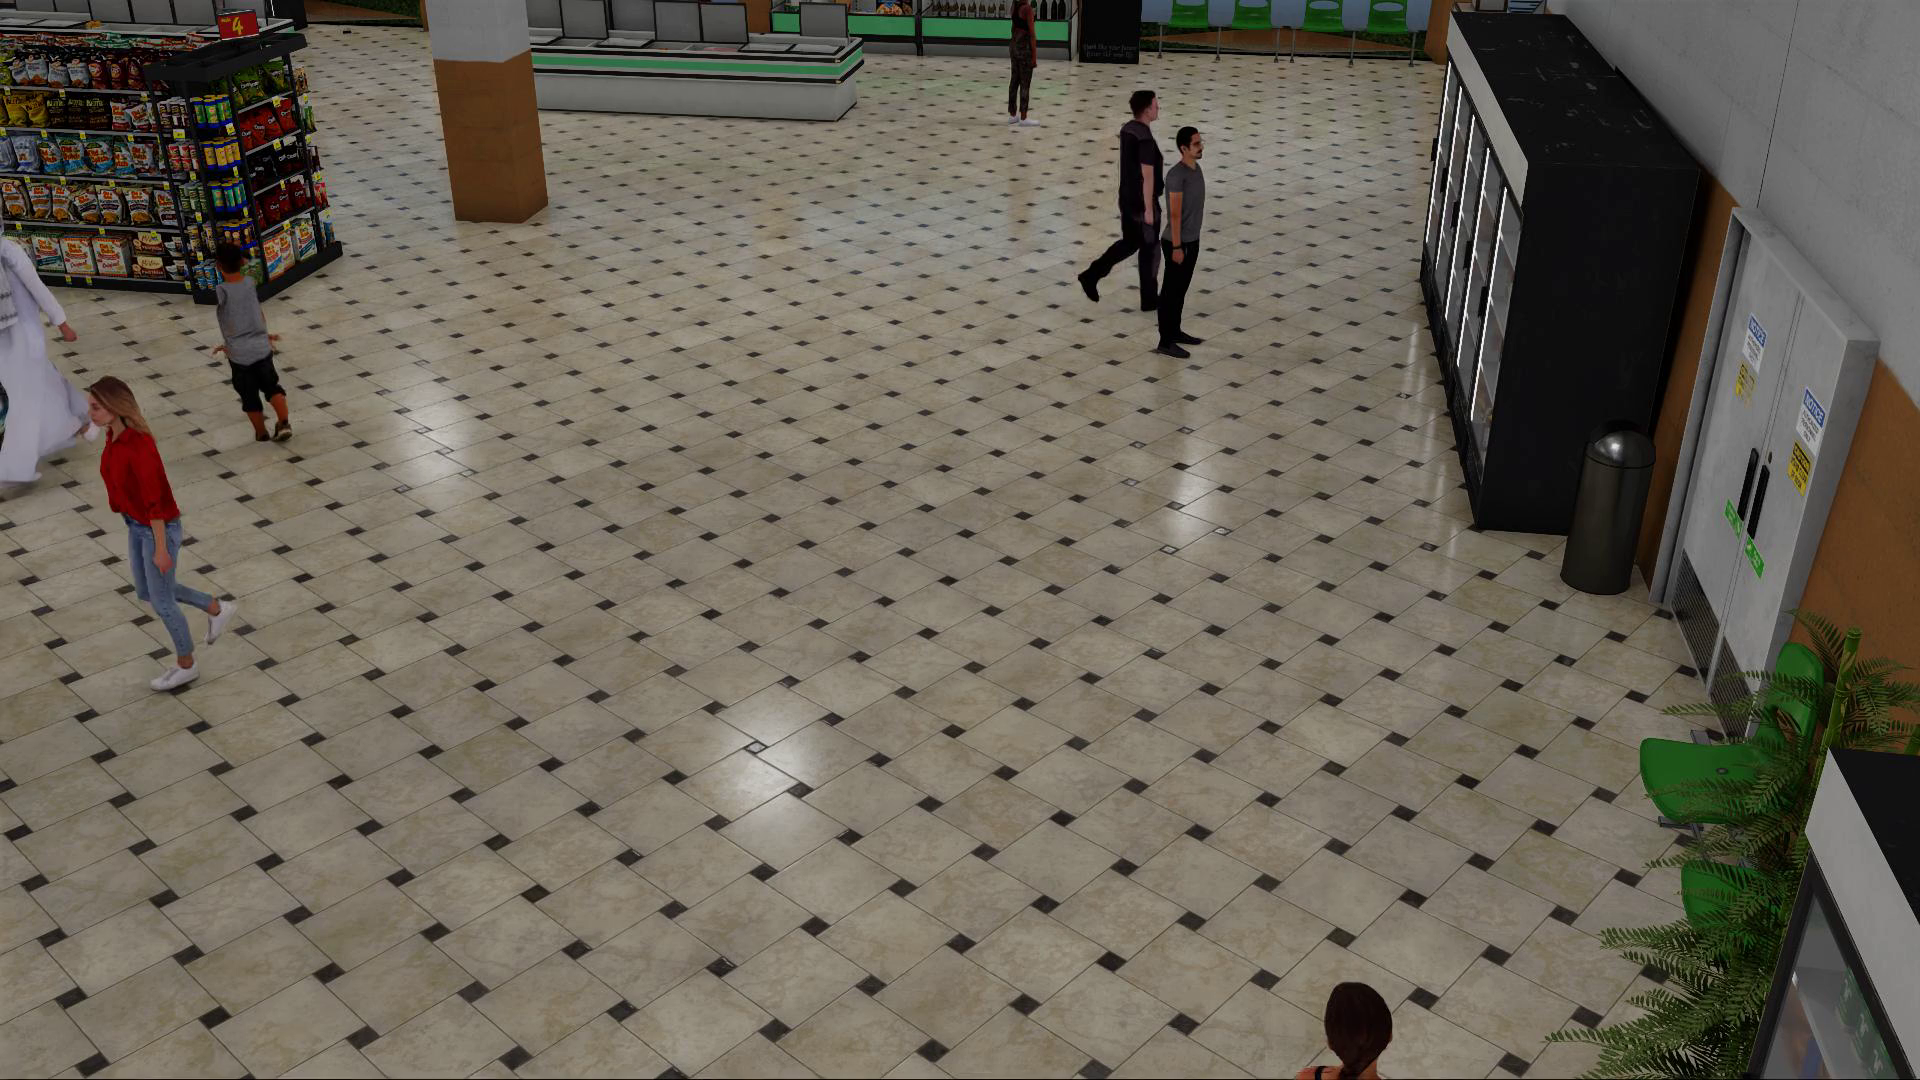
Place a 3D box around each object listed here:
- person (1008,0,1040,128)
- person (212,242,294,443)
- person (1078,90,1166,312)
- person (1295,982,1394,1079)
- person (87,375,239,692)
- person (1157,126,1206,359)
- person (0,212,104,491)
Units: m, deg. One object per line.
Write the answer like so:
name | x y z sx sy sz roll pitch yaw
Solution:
person | 0.742 -5.822 19.839 0.706 1.699 0.655 -16 31 -28
person | -4.810 -1.342 11.287 0.845 1.444 0.785 23 35 37
person | 1.390 -2.749 13.638 1.170 1.827 0.973 -5 27 -10
person | 1.051 1.992 4.630 0.922 1.518 0.699 12 29 23
person | -4.031 -0.053 8.468 0.855 1.693 0.887 21 34 36
person | 1.712 -2.327 12.887 0.631 1.754 0.673 12 29 22
person | -6.093 -1.224 10.585 1.273 1.869 0.877 9 28 17
